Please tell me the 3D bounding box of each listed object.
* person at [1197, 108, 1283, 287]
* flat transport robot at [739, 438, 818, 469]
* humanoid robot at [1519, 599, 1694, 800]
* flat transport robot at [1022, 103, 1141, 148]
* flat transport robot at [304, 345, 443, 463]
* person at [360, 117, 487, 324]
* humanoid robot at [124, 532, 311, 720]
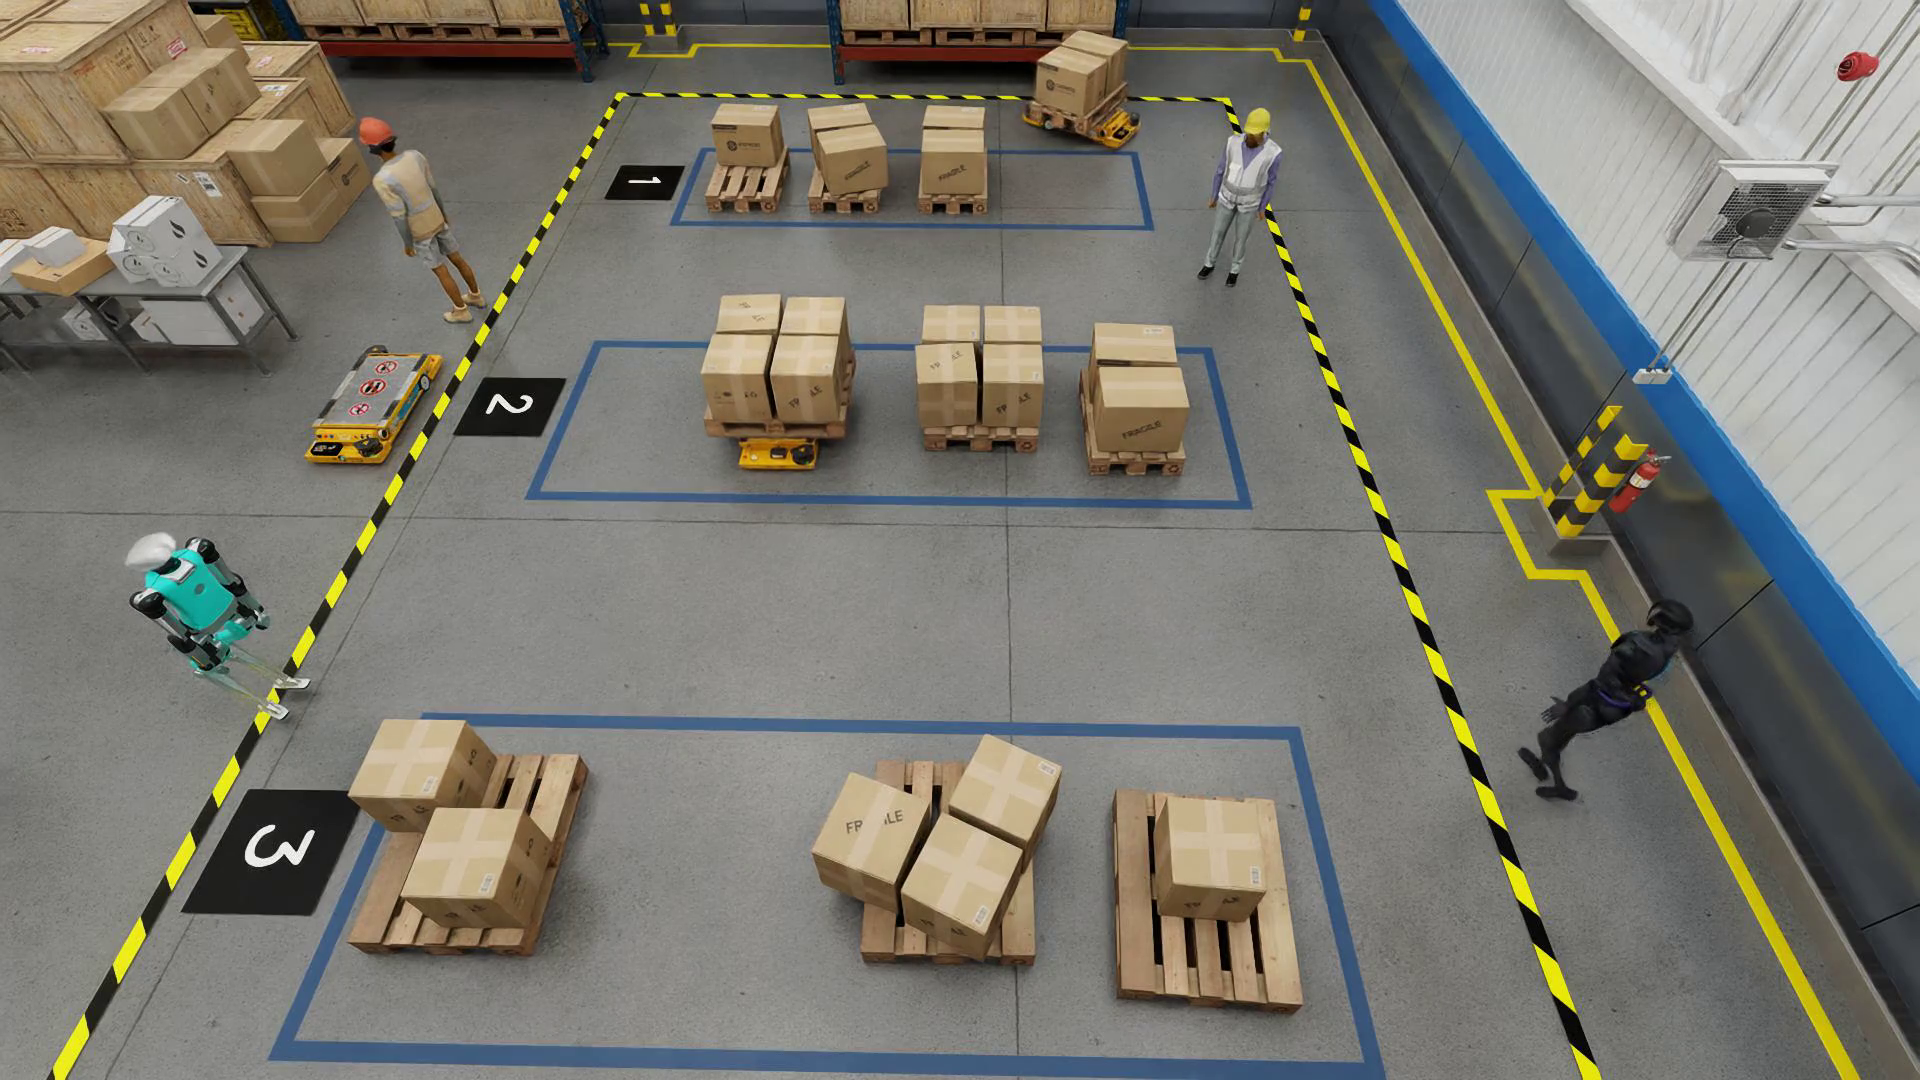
[{"bbox_3d":[2.817,-3.432,9.246,0.601,1.830,0.404,22,53,18],"label":"person"},{"bbox_3d":[-1.583,-1.216,8.377,0.652,0.197,1.431,1,50,1],"label":"flat transport robot"},{"bbox_3d":[3.959,1.035,5.578,0.629,1.621,0.542,-14,51,-12],"label":"humanoid robot"},{"bbox_3d":[1.595,-5.560,12.053,1.431,0.197,0.652,25,54,20],"label":"flat transport robot"},{"bbox_3d":[-5.383,-1.269,8.441,0.659,0.231,1.431,1,50,1],"label":"flat transport robot"},{"bbox_3d":[-5.126,-3.000,8.744,0.378,2.045,0.604,13,51,11],"label":"person"},{"bbox_3d":[-4.849,0.546,5.854,0.735,1.678,0.533,9,50,8],"label":"humanoid robot"}]
